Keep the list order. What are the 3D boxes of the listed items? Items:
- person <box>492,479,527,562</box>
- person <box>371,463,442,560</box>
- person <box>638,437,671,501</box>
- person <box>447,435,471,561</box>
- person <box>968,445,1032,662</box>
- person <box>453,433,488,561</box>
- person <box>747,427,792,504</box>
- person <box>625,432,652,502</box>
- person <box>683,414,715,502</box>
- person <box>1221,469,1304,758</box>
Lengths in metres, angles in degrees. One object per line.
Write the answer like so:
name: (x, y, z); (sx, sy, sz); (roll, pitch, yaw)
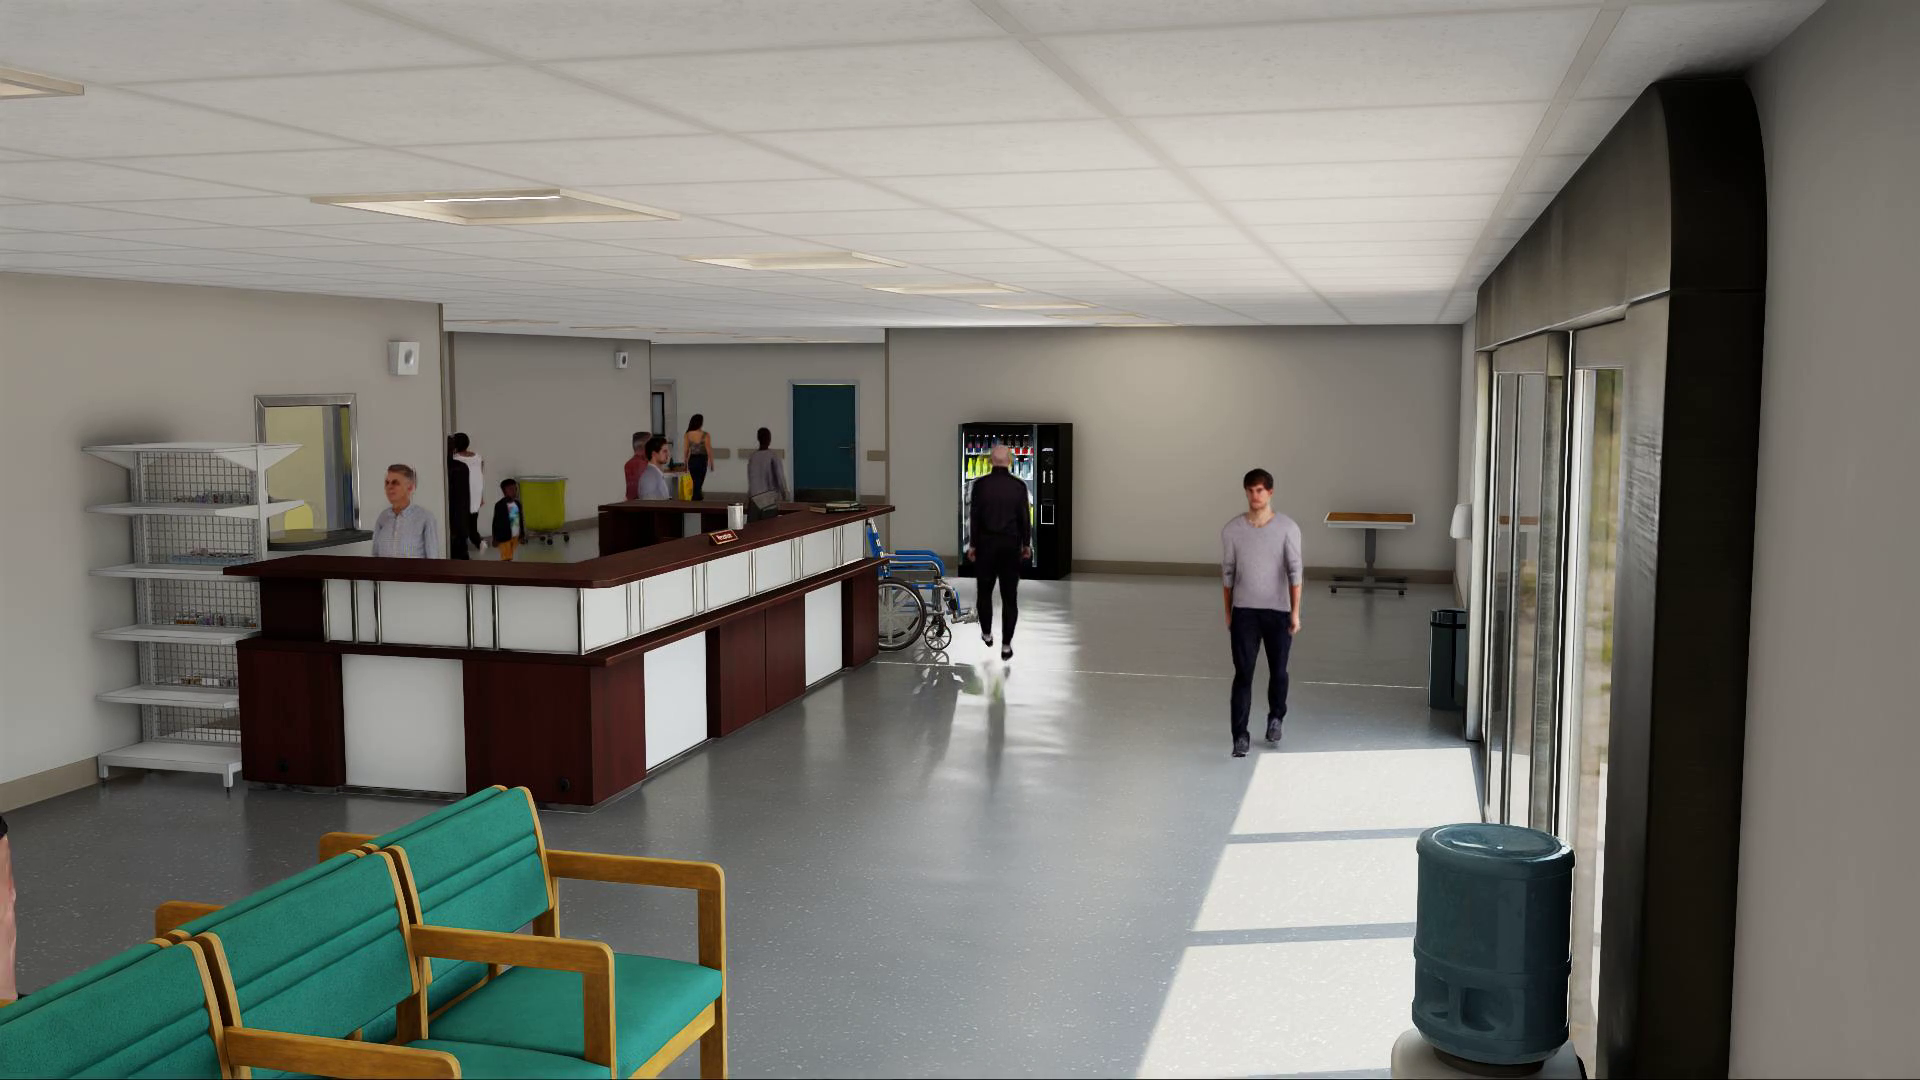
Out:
person: (-5.103, -0.058, 18.601); (0.630, 1.258, 0.569); (3, 7, 31)
person: (-3.846, 0.368, 11.558); (0.502, 1.820, 0.719); (1, 6, 12)
person: (-2.938, -0.032, 15.463); (0.959, 1.834, 0.823); (0, 6, -2)
person: (-5.037, -0.150, 16.764); (0.737, 1.809, 0.721); (1, 6, 12)
person: (0.334, 0.141, 13.985); (1.167, 1.787, 0.943); (0, 6, 1)
person: (-6.270, -0.519, 21.115); (0.887, 1.672, 0.811); (5, 7, 38)
person: (-2.419, -0.469, 20.359); (1.166, 1.725, 0.871); (3, 6, 27)
person: (-3.453, -0.221, 17.475); (1.103, 1.809, 1.003); (-2, 6, -22)
person: (-4.330, -1.165, 27.224); (0.982, 1.736, 0.701); (2, 6, 17)
person: (1.957, 0.471, 10.651); (1.098, 1.797, 0.749); (1, 6, 13)
